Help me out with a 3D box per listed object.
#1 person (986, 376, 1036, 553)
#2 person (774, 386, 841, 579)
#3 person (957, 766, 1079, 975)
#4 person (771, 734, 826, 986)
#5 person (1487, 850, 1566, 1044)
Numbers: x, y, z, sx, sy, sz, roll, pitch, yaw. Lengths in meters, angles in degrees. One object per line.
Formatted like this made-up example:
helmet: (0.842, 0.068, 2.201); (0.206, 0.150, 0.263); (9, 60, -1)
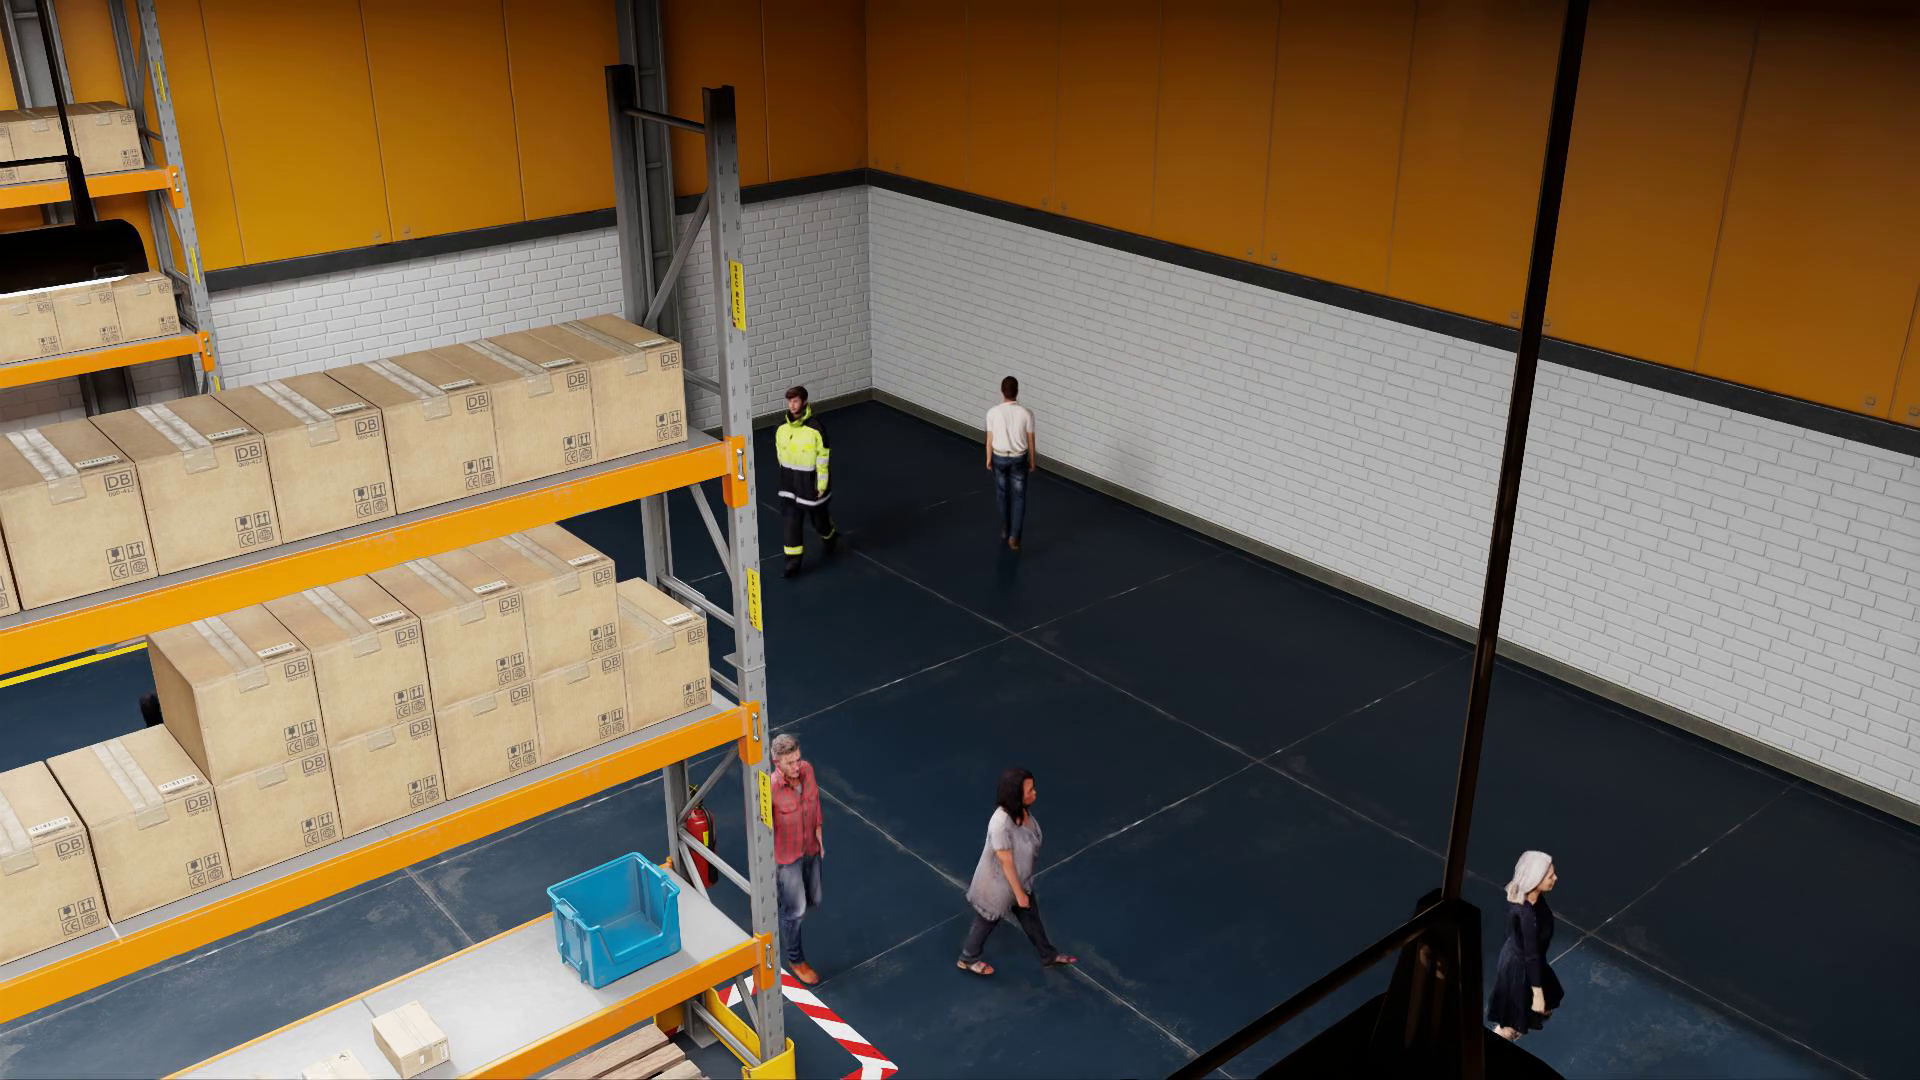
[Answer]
person: (0.520, -0.787, 17.331); (1.087, 1.844, 1.169); (3, 24, 7)
person: (-1.521, -0.625, 16.832); (1.172, 1.947, 1.347); (7, 25, 16)
person: (0.219, 2.192, 10.866); (1.013, 1.563, 1.062); (8, 25, 17)
person: (-1.168, 2.028, 10.932); (0.847, 1.811, 0.933); (19, 30, 36)
person: (3.220, 2.566, 9.798); (0.814, 1.735, 0.745); (8, 25, 18)
